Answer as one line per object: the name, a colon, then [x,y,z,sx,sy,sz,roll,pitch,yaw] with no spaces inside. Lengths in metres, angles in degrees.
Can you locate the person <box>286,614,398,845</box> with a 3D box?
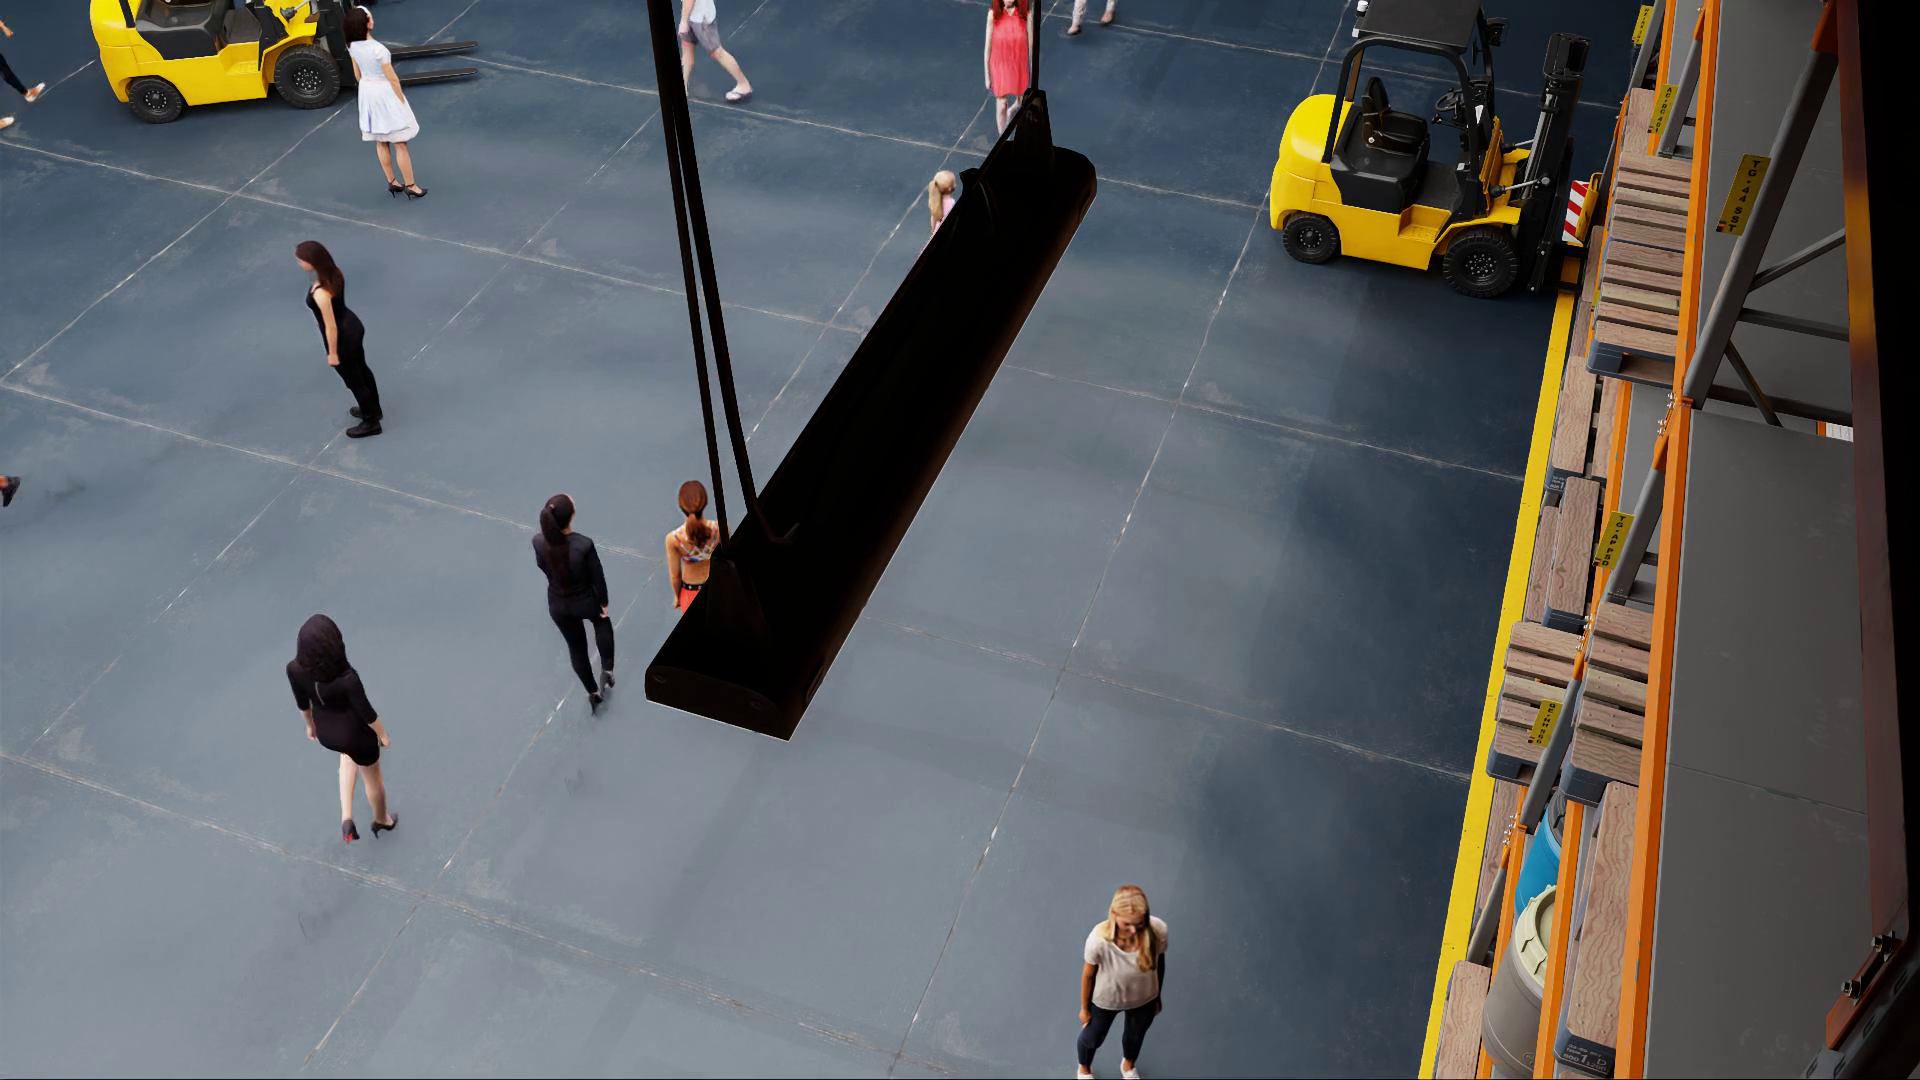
person: [-3.529,1.177,9.455,0.644,1.791,0.703,10,45,10]

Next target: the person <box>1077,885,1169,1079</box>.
person: [0.799,2.265,8.299,0.658,1.809,0.683,-9,44,-10]

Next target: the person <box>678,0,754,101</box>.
person: [-2.400,-5.021,15.962,1.122,1.789,1.191,-8,44,-9]

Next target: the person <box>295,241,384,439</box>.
person: [-4.582,-1.501,12.340,0.730,1.687,0.624,-3,44,-4]

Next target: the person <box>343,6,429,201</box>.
person: [-5.100,-3.848,14.710,0.697,1.818,0.720,17,46,17]

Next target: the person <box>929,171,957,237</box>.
person: [-0.136,-2.431,13.629,0.893,1.256,0.744,-30,51,-28]

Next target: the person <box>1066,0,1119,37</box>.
person: [1.517,-6.184,17.137,0.684,1.852,1.099,15,46,15]

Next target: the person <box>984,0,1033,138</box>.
person: [0.441,-4.318,15.208,0.801,1.812,0.906,-5,44,-5]

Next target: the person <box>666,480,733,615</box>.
person: [-1.570,0.339,10.334,0.686,1.791,0.731,-13,45,-13]

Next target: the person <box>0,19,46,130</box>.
person: [-9.290,-4.670,15.621,0.634,1.751,1.015,17,46,17]

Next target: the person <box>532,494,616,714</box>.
person: [-2.385,0.455,10.282,0.685,1.696,0.744,0,44,0]
